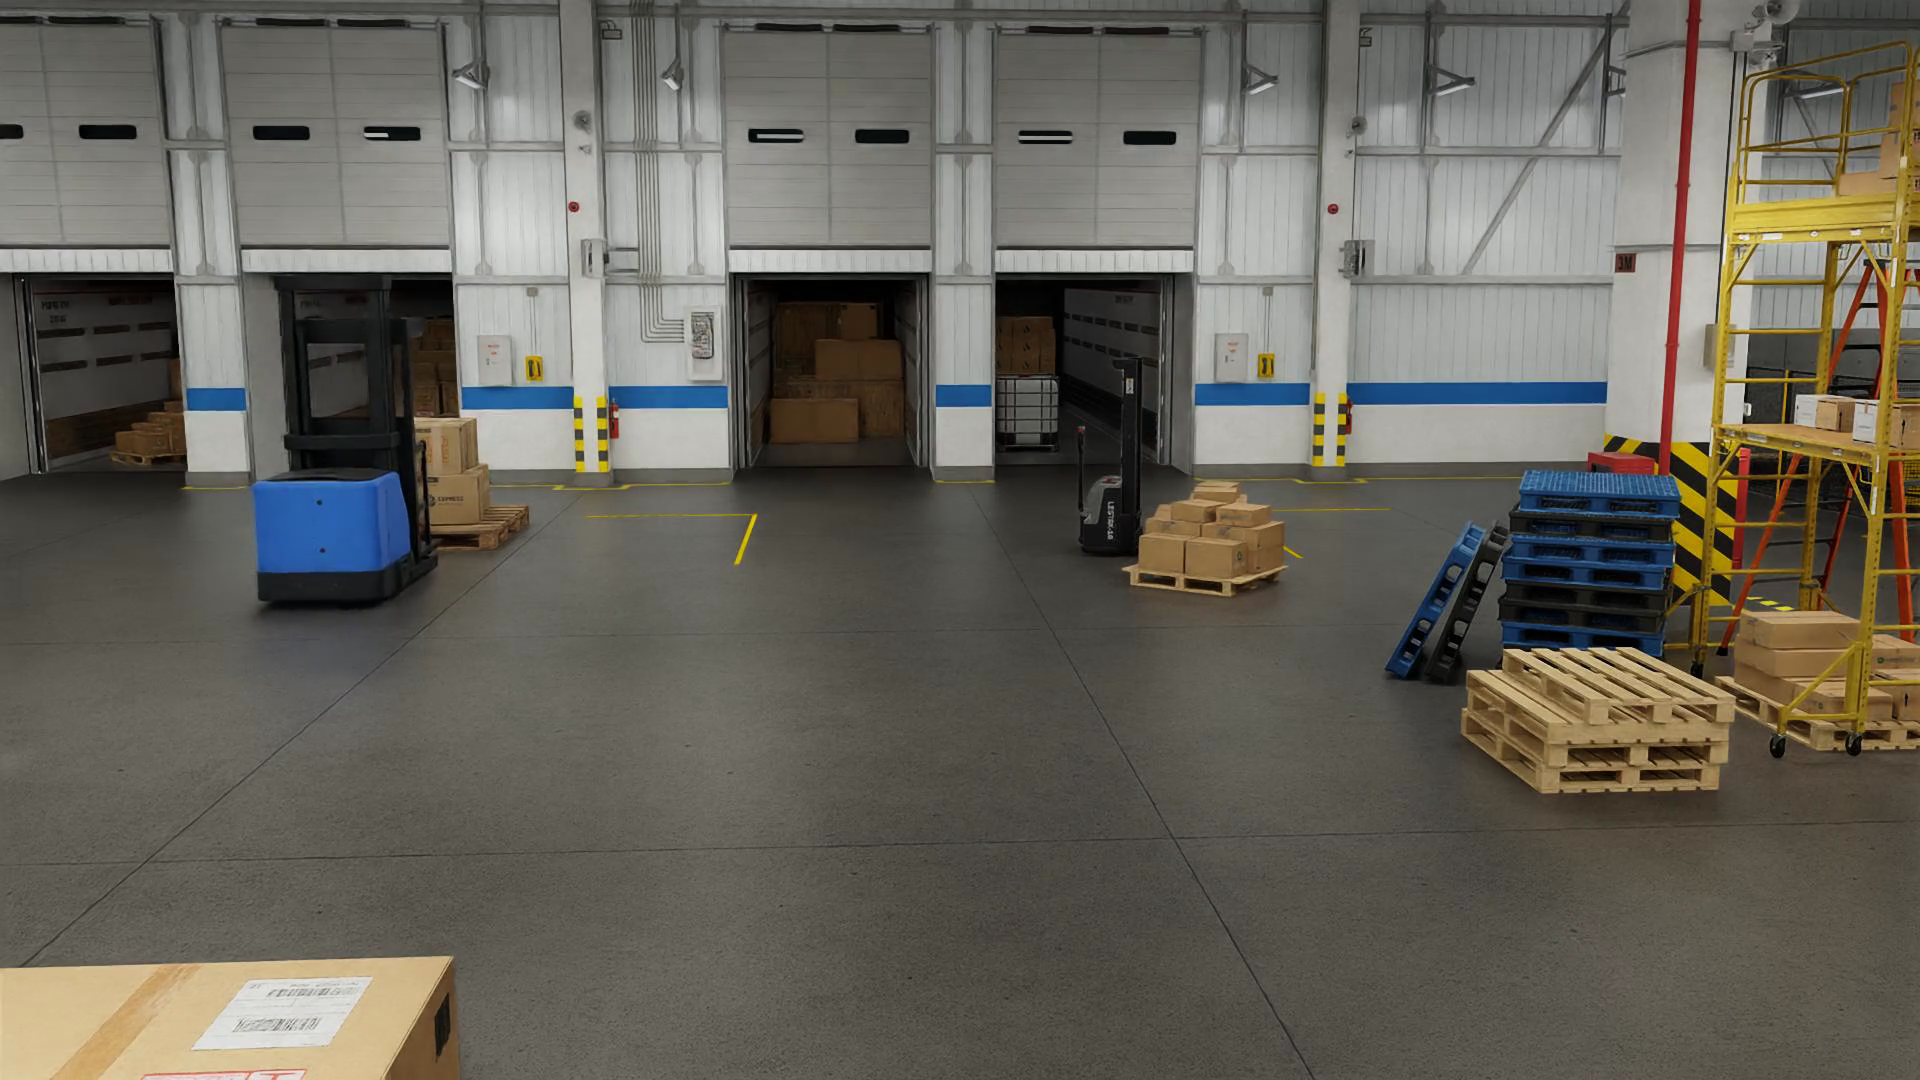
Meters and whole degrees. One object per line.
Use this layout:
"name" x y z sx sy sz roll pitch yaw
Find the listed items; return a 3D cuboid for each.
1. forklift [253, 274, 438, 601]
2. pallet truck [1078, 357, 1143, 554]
"forklift" -5.494 -0.962 14.785 1.129 2.768 1.873 -1 9 -4
"pallet truck" 2.088 -0.836 16.757 1.885 1.965 0.823 2 9 13
